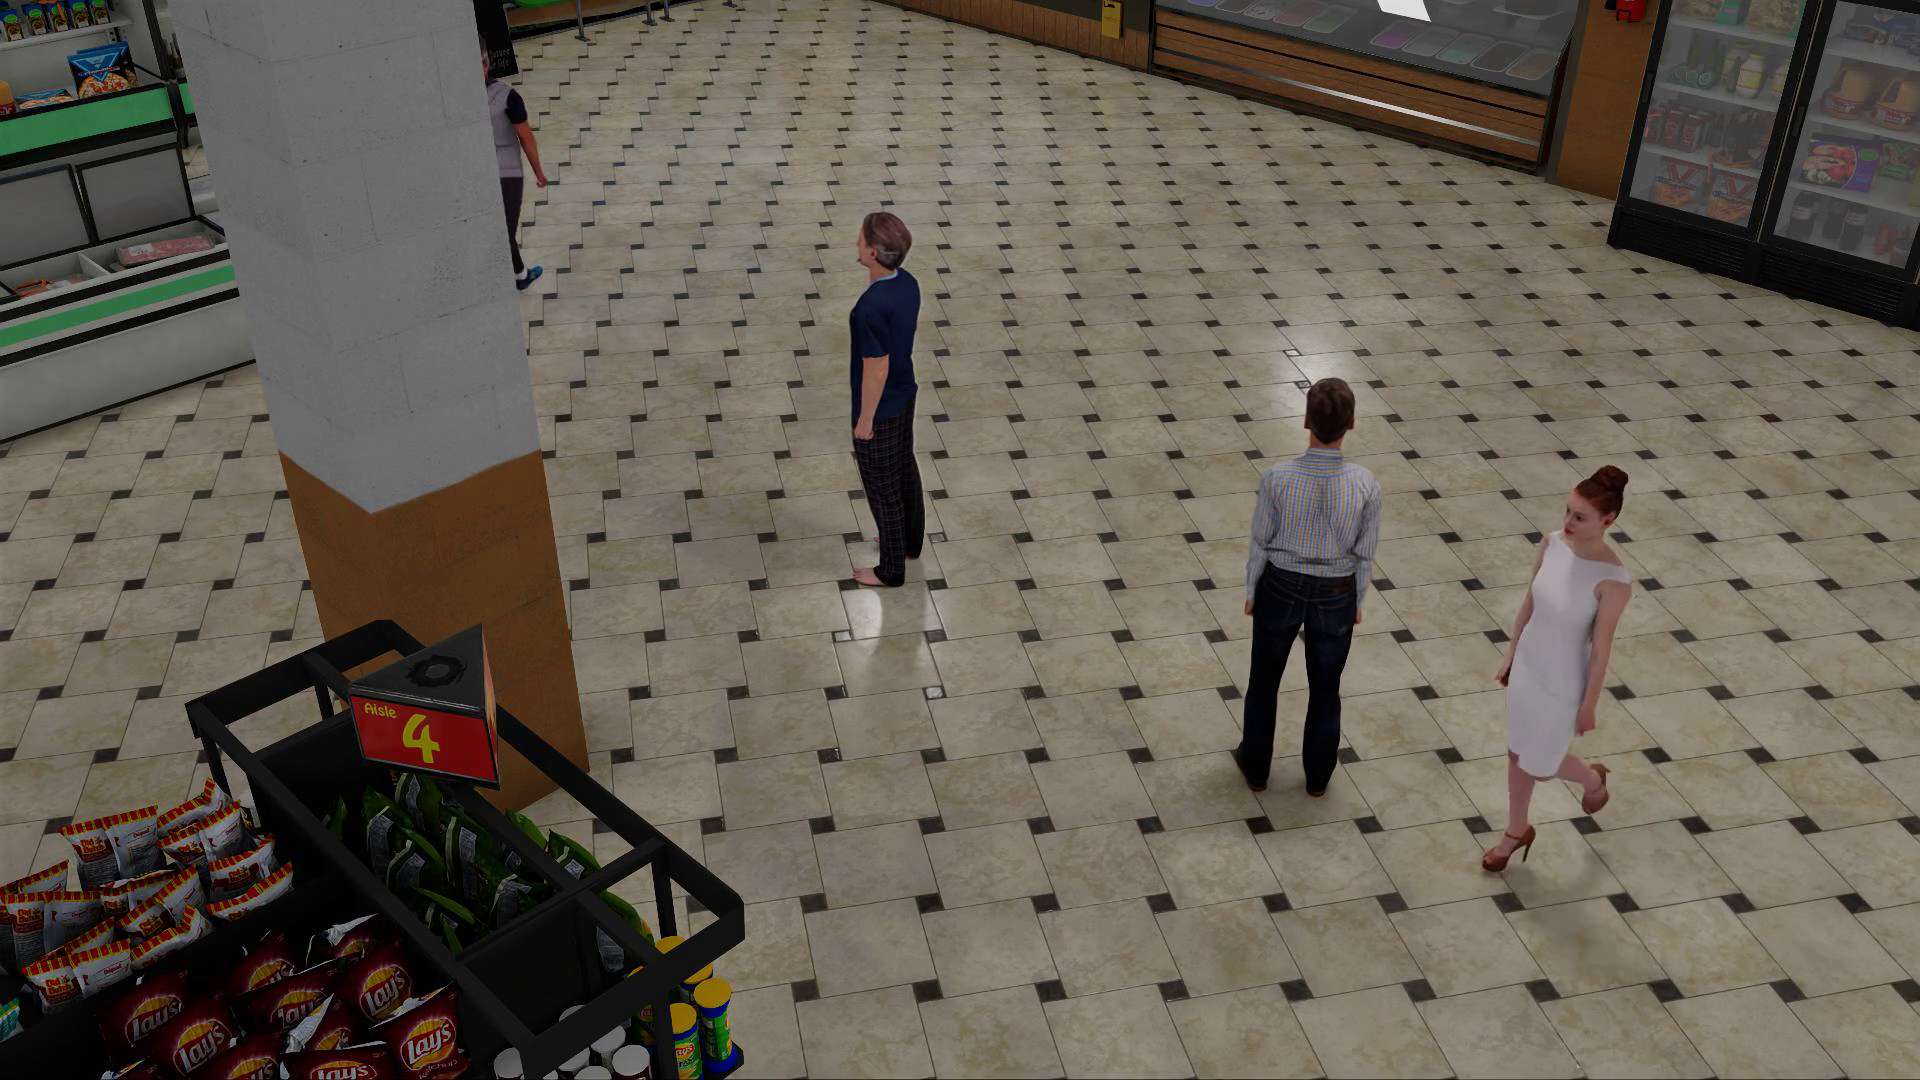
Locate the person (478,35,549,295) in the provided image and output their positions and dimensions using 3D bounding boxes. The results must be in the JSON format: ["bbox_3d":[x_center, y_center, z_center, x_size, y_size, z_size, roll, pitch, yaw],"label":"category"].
[{"bbox_3d":[-2.938,-2.186,10.417,1.112,1.781,1.337,7,33,11],"label":"person"}]

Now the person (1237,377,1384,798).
[{"bbox_3d":[1.359,0.214,6.525,0.734,1.816,0.757,5,32,9],"label":"person"}]

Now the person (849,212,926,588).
[{"bbox_3d":[-0.353,-0.654,7.869,0.793,1.871,0.634,11,33,17],"label":"person"}]

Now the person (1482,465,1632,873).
[{"bbox_3d":[2.258,0.507,6.087,0.887,1.782,0.745,-12,34,-19],"label":"person"}]
